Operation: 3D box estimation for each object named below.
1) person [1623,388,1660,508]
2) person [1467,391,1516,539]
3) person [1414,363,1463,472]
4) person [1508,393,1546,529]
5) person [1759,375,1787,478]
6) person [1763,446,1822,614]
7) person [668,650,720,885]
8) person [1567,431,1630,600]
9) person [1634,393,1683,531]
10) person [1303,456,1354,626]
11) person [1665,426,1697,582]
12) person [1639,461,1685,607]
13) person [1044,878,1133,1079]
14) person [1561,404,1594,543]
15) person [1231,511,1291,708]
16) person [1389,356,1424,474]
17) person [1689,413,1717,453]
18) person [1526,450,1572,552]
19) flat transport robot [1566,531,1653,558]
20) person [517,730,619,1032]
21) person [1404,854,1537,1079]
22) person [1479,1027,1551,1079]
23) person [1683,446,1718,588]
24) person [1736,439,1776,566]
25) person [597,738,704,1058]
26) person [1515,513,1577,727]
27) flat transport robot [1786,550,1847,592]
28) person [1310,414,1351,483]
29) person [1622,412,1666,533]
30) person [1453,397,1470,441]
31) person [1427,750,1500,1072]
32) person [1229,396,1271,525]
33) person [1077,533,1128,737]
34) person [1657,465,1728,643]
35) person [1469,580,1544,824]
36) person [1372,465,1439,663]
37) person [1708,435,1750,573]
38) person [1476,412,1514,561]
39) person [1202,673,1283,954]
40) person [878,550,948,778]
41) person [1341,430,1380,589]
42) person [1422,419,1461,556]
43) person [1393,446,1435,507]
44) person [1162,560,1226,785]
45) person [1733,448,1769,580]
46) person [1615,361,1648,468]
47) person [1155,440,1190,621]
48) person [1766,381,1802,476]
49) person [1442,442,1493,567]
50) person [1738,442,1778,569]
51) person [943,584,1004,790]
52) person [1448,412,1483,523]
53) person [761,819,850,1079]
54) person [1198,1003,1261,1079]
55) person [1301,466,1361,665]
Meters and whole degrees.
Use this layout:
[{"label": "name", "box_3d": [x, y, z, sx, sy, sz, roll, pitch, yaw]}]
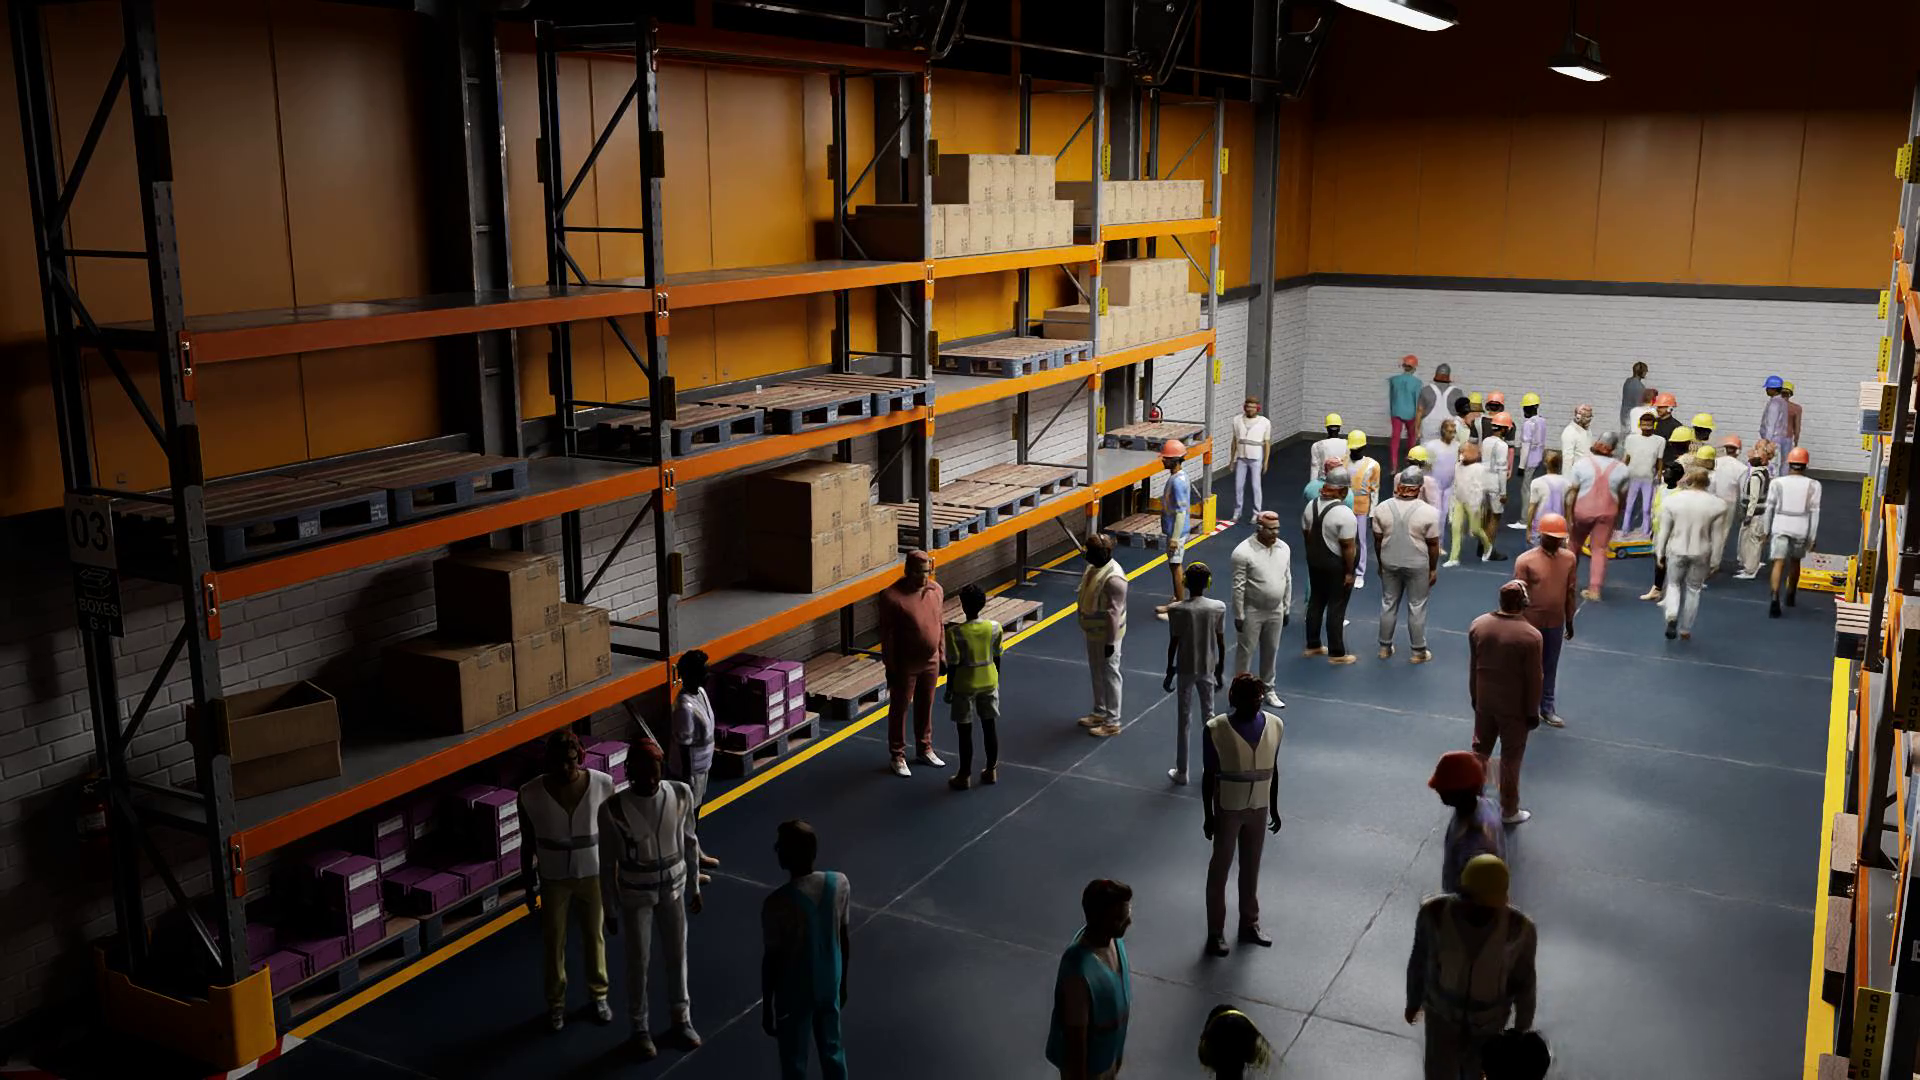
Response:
[{"label": "person", "box_3d": [10.120, -1.353, 24.730, 0.928, 1.816, 0.575, -7, 15, -30]}, {"label": "person", "box_3d": [7.228, -1.017, 22.693, 0.619, 2.029, 0.410, 4, 13, 17]}, {"label": "person", "box_3d": [7.466, -1.764, 26.008, 0.706, 2.000, 0.542, 2, 13, 9]}, {"label": "person", "box_3d": [7.983, -1.106, 23.350, 0.402, 1.917, 0.592, 10, 16, 38]}, {"label": "person", "box_3d": [12.260, -1.517, 25.144, 0.409, 1.939, 0.601, 8, 15, 31]}, {"label": "person", "box_3d": [9.454, -0.111, 18.939, 0.553, 1.909, 0.912, 6, 14, 27]}, {"label": "person", "box_3d": [-1.892, 1.592, 11.781, 0.319, 1.691, 0.536, 1, 13, 4]}, {"label": "person", "box_3d": [7.506, -0.357, 19.708, 0.728, 2.000, 0.996, 2, 13, 10]}, {"label": "person", "box_3d": [9.608, -1.027, 22.812, 0.377, 1.995, 0.608, -5, 13, -20]}, {"label": "person", "box_3d": [4.087, 0.010, 18.394, 0.399, 1.899, 0.650, -11, 17, -40]}, {"label": "person", "box_3d": [8.840, -0.433, 20.353, 0.470, 1.907, 0.598, 10, 16, 39]}, {"label": "person", "box_3d": [8.167, -0.076, 19.220, 0.318, 1.700, 0.535, -3, 13, -13]}, {"label": "person", "box_3d": [0.598, 2.423, 7.732, 0.383, 1.837, 0.561, 5, 13, 20]}, {"label": "person", "box_3d": [8.323, -0.888, 22.425, 0.402, 1.896, 0.652, 11, 16, 40]}, {"label": "person", "box_3d": [2.821, 0.659, 15.486, 0.646, 1.901, 0.400, -6, 14, -25]}, {"label": "person", "box_3d": [7.457, -2.110, 27.775, 0.612, 1.937, 0.995, 8, 15, 32]}, {"label": "person", "box_3d": [9.480, -0.689, 21.482, 0.399, 1.919, 0.582, 9, 15, 35]}, {"label": "person", "box_3d": [6.771, -0.126, 19.144, 0.525, 1.829, 0.552, -2, 13, -8]}, {"label": "flat transport robot", "box_3d": [8.821, 0.042, 21.916, 1.431, 0.197, 0.652, -3, 13, -12]}, {"label": "person", "box_3d": [-2.282, 1.971, 9.757, 0.567, 1.838, 0.386, -5, 13, -20]}, {"label": "person", "box_3d": [2.503, 2.341, 8.212, 0.618, 1.771, 0.947, 4, 13, 18]}, {"label": "person", "box_3d": [2.123, 2.719, 6.228, 0.670, 1.921, 0.609, -7, 14, -28]}, {"label": "person", "box_3d": [8.899, -0.282, 20.075, 0.357, 1.734, 0.489, -6, 14, -25]}, {"label": "person", "box_3d": [10.143, -0.478, 21.178, 0.320, 1.631, 0.523, -2, 13, -7]}, {"label": "person", "box_3d": [-1.753, 2.016, 9.455, 0.589, 1.877, 0.359, -8, 15, -31]}, {"label": "person", "box_3d": [5.266, 0.726, 14.987, 0.615, 1.987, 0.407, -3, 13, -13]}, {"label": "flat transport robot", "box_3d": [10.580, 0.372, 20.439, 0.652, 0.197, 1.431, 7, 14, 29]}, {"label": "person", "box_3d": [4.770, -0.666, 21.367, 0.585, 1.918, 0.378, 0, 13, -2]}, {"label": "person", "box_3d": [8.990, -0.766, 21.940, 0.508, 1.865, 0.329, 6, 14, 26]}, {"label": "person", "box_3d": [7.375, -1.270, 24.572, 0.318, 1.696, 0.536, 8, 15, 30]}, {"label": "person", "box_3d": [2.778, 2.054, 9.198, 0.468, 1.908, 0.586, 2, 13, 10]}, {"label": "person", "box_3d": [4.138, -1.142, 23.697, 0.570, 1.835, 0.391, 7, 15, 30]}, {"label": "person", "box_3d": [1.256, 0.836, 14.851, 0.431, 1.836, 0.619, -4, 13, -18]}, {"label": "person", "box_3d": [7.733, 0.170, 17.612, 0.656, 1.917, 0.529, 7, 14, 27]}, {"label": "person", "box_3d": [4.239, 1.239, 12.902, 0.397, 1.899, 0.639, -9, 15, -35]}, {"label": "person", "box_3d": [4.596, 0.233, 17.064, 0.684, 2.000, 0.538, 9, 15, 34]}, {"label": "person", "box_3d": [9.611, -0.451, 20.826, 0.615, 1.718, 0.597, -8, 15, -33]}, {"label": "person", "box_3d": [6.922, -0.695, 21.491, 0.389, 1.925, 0.550, -2, 13, -10]}, {"label": "person", "box_3d": [1.814, 1.739, 10.761, 0.565, 1.846, 0.390, -5, 14, -21]}, {"label": "person", "box_3d": [-0.363, 1.013, 13.894, 0.638, 1.902, 0.407, -10, 16, -38]}, {"label": "person", "box_3d": [4.743, -0.378, 20.057, 0.585, 1.927, 0.367, 8, 15, 31]}, {"label": "person", "box_3d": [6.271, -0.685, 21.653, 0.528, 1.828, 0.384, -5, 13, -20]}, {"label": "person", "box_3d": [5.400, -0.244, 19.821, 0.524, 1.769, 0.314, 11, 17, 40]}, {"label": "person", "box_3d": [1.921, 1.084, 13.640, 0.521, 1.874, 0.327, -2, 13, -7]}, {"label": "person", "box_3d": [9.774, -0.325, 20.475, 0.308, 1.638, 0.511, 8, 15, 33]}, {"label": "person", "box_3d": [10.946, -1.945, 27.084, 0.373, 1.932, 0.628, 0, 13, 1]}, {"label": "person", "box_3d": [2.370, -0.109, 18.592, 0.381, 2.041, 0.616, 1, 13, 5]}, {"label": "person", "box_3d": [12.789, -1.597, 25.912, 0.532, 1.754, 0.341, 7, 14, 28]}, {"label": "person", "box_3d": [6.505, -0.465, 21.174, 0.736, 1.605, 0.505, -8, 15, -31]}, {"label": "person", "box_3d": [10.081, -0.442, 21.025, 0.322, 1.630, 0.536, 6, 14, 26]}, {"label": "person", "box_3d": [0.108, 1.193, 13.541, 0.530, 1.697, 0.321, -7, 14, -27]}, {"label": "person", "box_3d": [7.286, -1.040, 23.741, 0.769, 1.589, 0.529, -8, 15, -32]}, {"label": "person", "box_3d": [-0.777, 2.281, 8.368, 0.507, 1.841, 0.349, -9, 16, -36]}, {"label": "person", "box_3d": [1.045, 2.704, 6.424, 0.530, 1.854, 0.517, -4, 13, -16]}, {"label": "person", "box_3d": [3.839, 0.242, 17.023, 0.536, 2.000, 0.688, -7, 14, -27]}]
